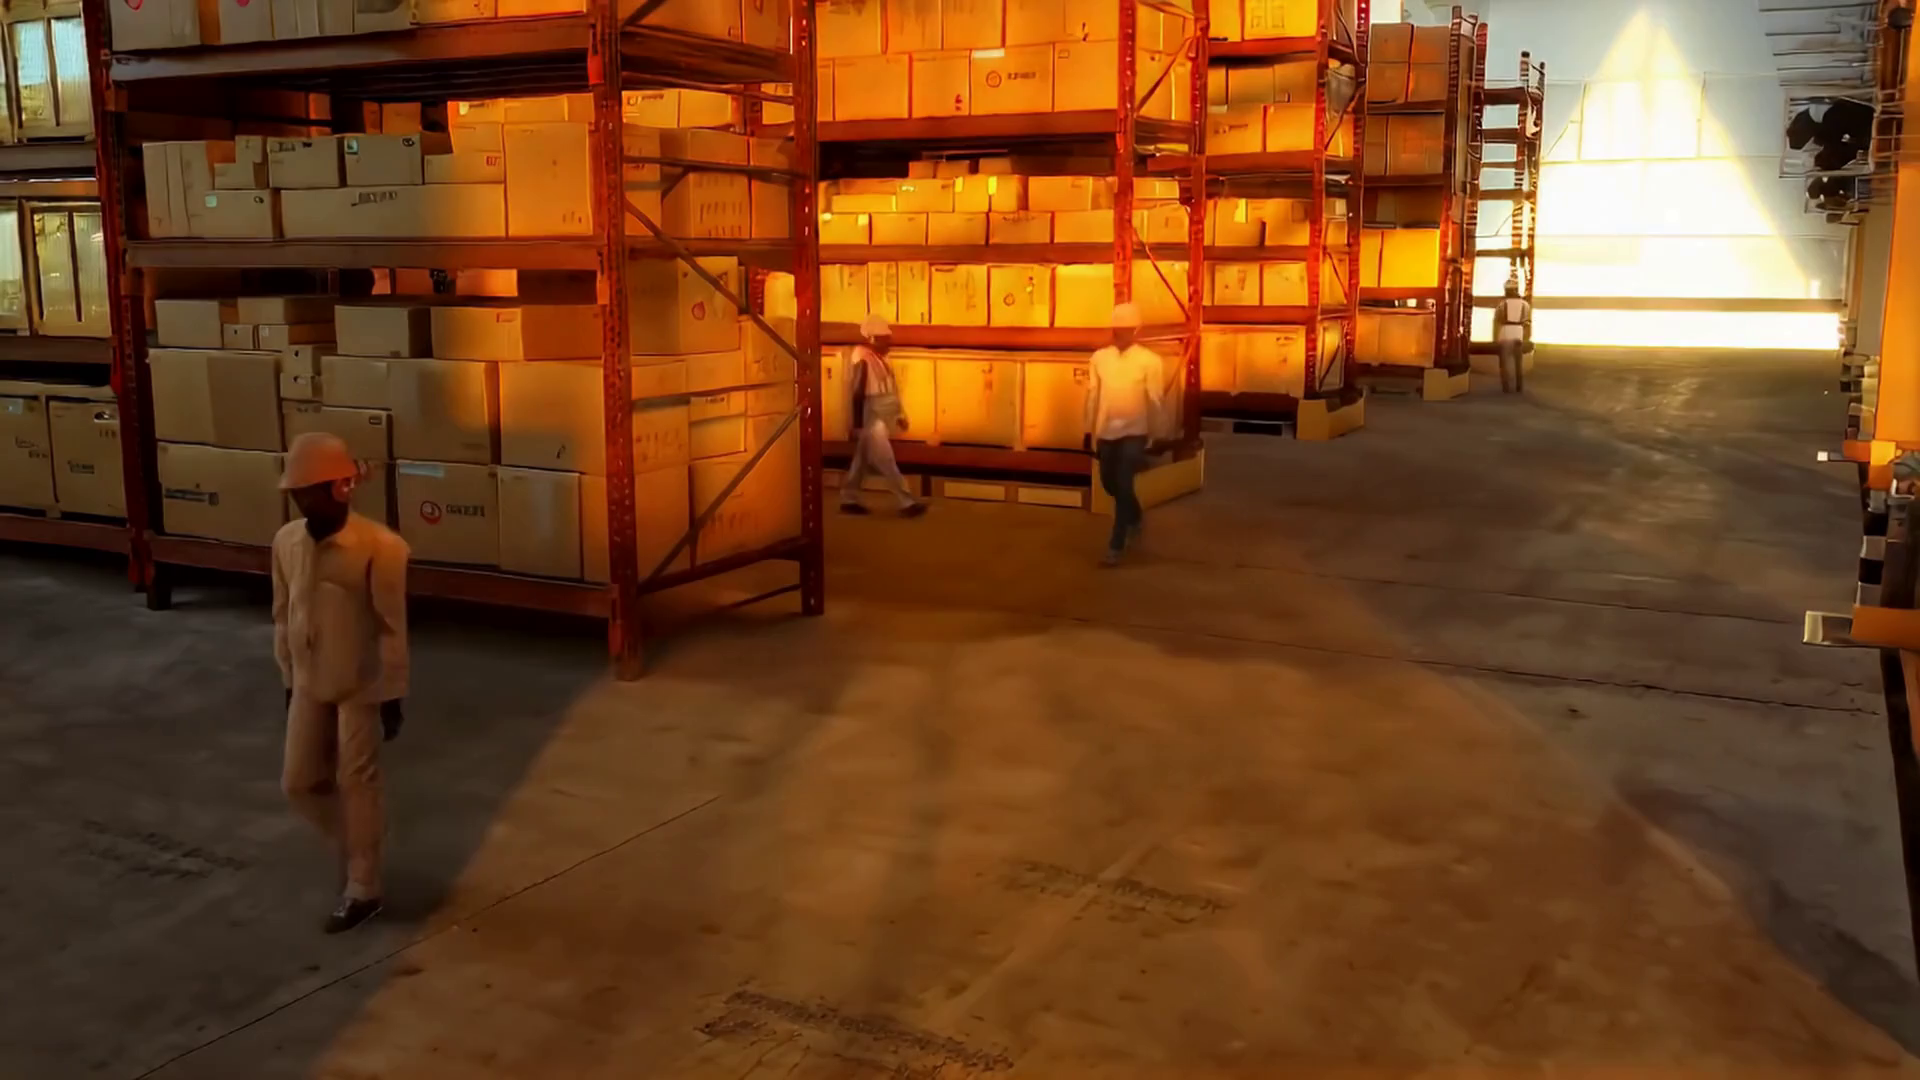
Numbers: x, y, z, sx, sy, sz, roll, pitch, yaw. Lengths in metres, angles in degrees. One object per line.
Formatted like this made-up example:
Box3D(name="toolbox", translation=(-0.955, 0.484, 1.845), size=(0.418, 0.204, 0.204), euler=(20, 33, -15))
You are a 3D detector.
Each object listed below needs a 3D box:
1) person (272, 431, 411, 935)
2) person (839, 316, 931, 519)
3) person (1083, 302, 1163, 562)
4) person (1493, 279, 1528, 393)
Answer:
Box3D(name="person", translation=(-2.138, 0.480, 5.777), size=(0.566, 1.737, 0.423), euler=(3, 10, 19))
Box3D(name="person", translation=(-0.696, -1.077, 14.657), size=(0.934, 1.783, 0.588), euler=(3, 10, 16))
Box3D(name="person", translation=(1.284, -0.858, 12.871), size=(0.621, 1.971, 0.896), euler=(6, 12, 32))
Box3D(name="person", translation=(9.237, -3.411, 27.882), size=(0.568, 1.885, 0.626), euler=(0, 10, -2))
